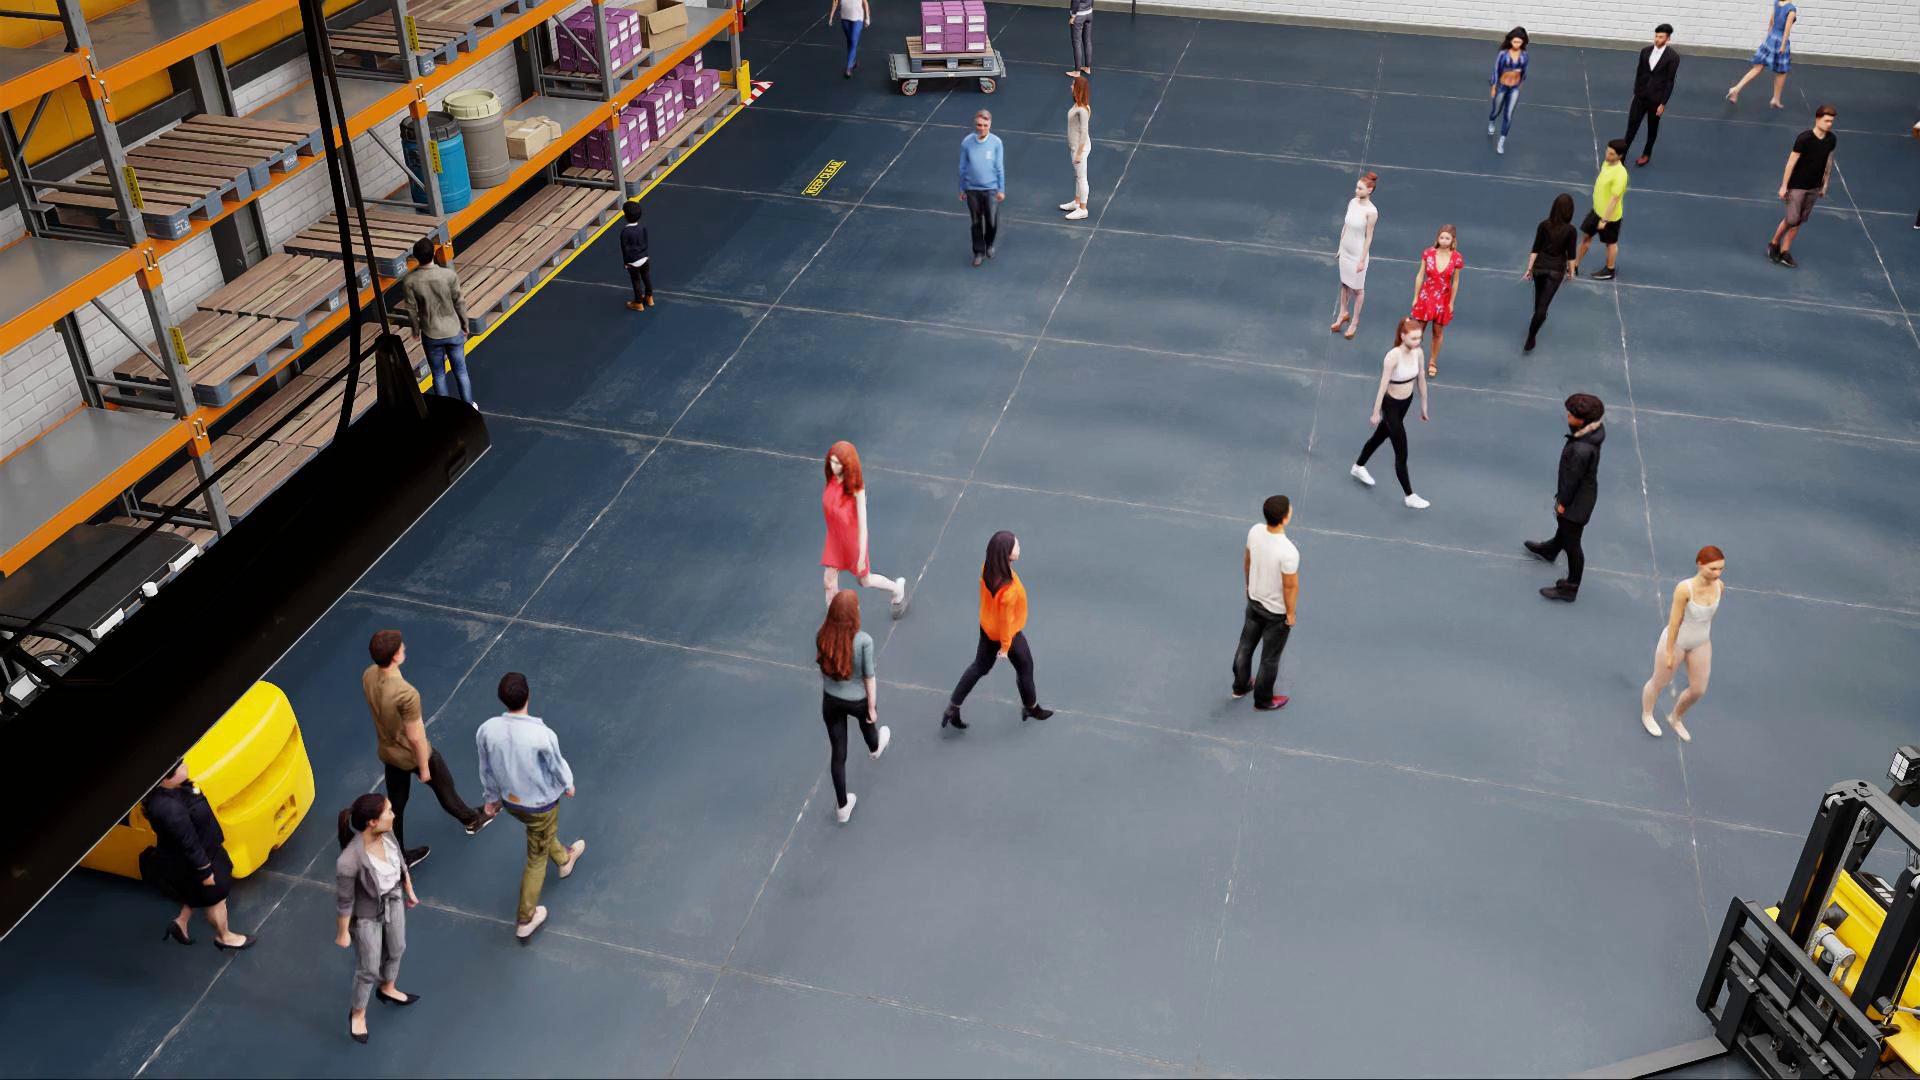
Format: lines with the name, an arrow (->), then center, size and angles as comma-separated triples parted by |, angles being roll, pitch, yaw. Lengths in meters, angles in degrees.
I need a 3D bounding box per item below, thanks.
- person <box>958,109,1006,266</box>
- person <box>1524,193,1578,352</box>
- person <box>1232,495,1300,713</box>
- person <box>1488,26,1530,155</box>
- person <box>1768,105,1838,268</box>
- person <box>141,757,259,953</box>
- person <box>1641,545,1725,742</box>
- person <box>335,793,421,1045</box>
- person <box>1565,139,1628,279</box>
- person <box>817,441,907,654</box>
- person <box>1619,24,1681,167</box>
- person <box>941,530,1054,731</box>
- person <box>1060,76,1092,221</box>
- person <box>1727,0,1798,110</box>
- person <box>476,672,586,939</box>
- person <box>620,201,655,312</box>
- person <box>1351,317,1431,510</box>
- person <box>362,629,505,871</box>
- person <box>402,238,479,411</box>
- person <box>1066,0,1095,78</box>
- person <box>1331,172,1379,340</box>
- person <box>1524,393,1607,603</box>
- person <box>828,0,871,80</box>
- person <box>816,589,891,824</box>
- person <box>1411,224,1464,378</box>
person -> 0.271, -4.018, 18.789 | 0.687, 1.798, 0.670 | 6, 34, 10
person -> 5.993, -2.698, 16.985 | 0.830, 1.597, 1.122 | 20, 39, 28
person -> 2.226, 0.449, 12.063 | 0.747, 1.804, 0.709 | -21, 39, -29
person -> 7.178, -5.941, 21.865 | 0.725, 1.594, 1.043 | 4, 34, 6
person -> 9.458, -4.026, 18.747 | 0.808, 1.857, 0.816 | -6, 34, -10
person -> -4.694, 1.918, 9.991 | 0.916, 1.651, 0.855 | -18, 38, -25
person -> 5.111, 0.692, 11.853 | 0.655, 1.632, 0.701 | -6, 34, -9
person -> -3.432, 2.172, 9.618 | 0.826, 1.642, 0.579 | 19, 38, 26
person -> 7.177, -3.646, 18.354 | 0.962, 1.661, 0.985 | -2, 34, -4
person -> -0.781, 0.014, 12.727 | 1.212, 1.794, 0.992 | -28, 43, -36
person -> 8.874, -5.652, 21.207 | 1.242, 1.842, 1.098 | -26, 42, -34
person -> 0.205, 0.678, 11.799 | 1.102, 1.715, 1.109 | -13, 36, -19
person -> 1.439, -4.703, 19.897 | 0.733, 1.713, 0.592 | -2, 34, -3
person -> 11.186, -6.786, 22.975 | 1.023, 1.773, 1.148 | -7, 34, -11
person -> -2.680, 1.670, 10.257 | 0.752, 1.769, 1.118 | 12, 35, 17
person -> -3.473, -3.065, 17.871 | 0.641, 1.227, 0.551 | 25, 41, 33
person -> 3.751, -1.167, 14.593 | 1.139, 1.694, 1.157 | -20, 39, -27
person -> -3.608, 1.398, 10.623 | 0.913, 1.817, 1.178 | 21, 39, 29
person -> -4.876, -1.953, 15.620 | 0.792, 1.866, 0.806 | -11, 35, -16
person -> 1.792, -7.700, 24.355 | 0.750, 1.768, 0.628 | 28, 43, 35
person -> 4.089, -2.936, 17.166 | 0.677, 1.793, 0.613 | -17, 37, -24
person -> 4.948, -0.361, 13.338 | 0.934, 1.742, 0.746 | 14, 36, 20
person -> -1.556, -7.608, 24.335 | 0.759, 1.638, 1.066 | 8, 34, 12
person -> -0.783, 1.145, 11.108 | 0.620, 1.703, 1.081 | 10, 35, 14
person -> 4.726, -2.395, 16.533 | 0.590, 1.592, 0.569 | 13, 36, 18
